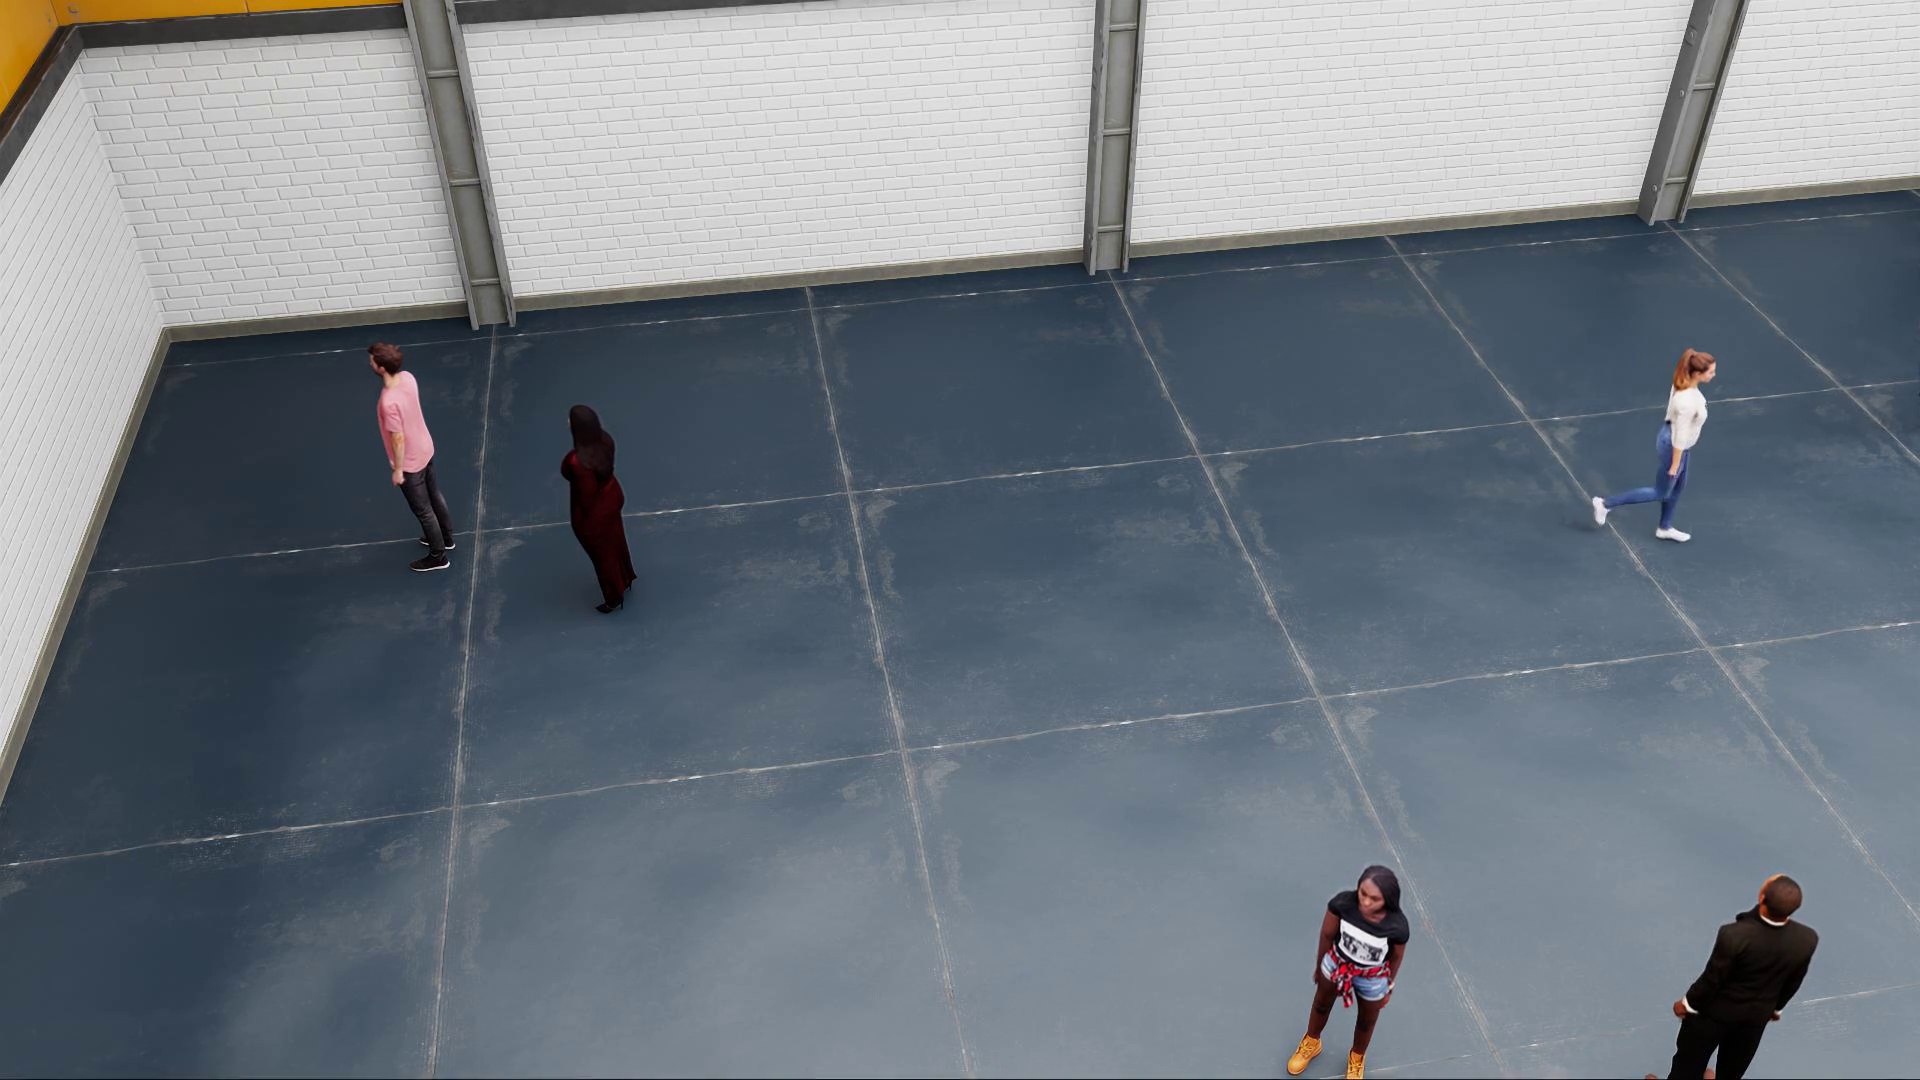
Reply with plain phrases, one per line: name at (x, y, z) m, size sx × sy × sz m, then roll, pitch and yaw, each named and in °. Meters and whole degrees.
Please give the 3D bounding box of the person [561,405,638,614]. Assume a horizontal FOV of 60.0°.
person at (-2.635, -0.240, 12.146) m, size 0.727 × 1.757 × 0.746 m, roll 6°, pitch 39°, yaw 7°

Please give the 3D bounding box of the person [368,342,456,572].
person at (-4.105, -0.633, 12.476) m, size 0.617 × 1.959 × 0.673 m, roll 1°, pitch 39°, yaw 2°

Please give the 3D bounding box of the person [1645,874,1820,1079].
person at (4.050, 2.420, 8.697) m, size 0.615 × 1.904 × 0.803 m, roll 0°, pitch 39°, yaw 0°

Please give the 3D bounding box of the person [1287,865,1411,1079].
person at (2.124, 2.339, 8.940) m, size 0.712 × 1.727 × 0.786 m, roll 18°, pitch 42°, yaw 21°

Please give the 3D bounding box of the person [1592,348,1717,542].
person at (5.390, -0.707, 12.775) m, size 1.114 × 1.700 × 0.933 m, roll 12°, pitch 40°, yaw 15°
